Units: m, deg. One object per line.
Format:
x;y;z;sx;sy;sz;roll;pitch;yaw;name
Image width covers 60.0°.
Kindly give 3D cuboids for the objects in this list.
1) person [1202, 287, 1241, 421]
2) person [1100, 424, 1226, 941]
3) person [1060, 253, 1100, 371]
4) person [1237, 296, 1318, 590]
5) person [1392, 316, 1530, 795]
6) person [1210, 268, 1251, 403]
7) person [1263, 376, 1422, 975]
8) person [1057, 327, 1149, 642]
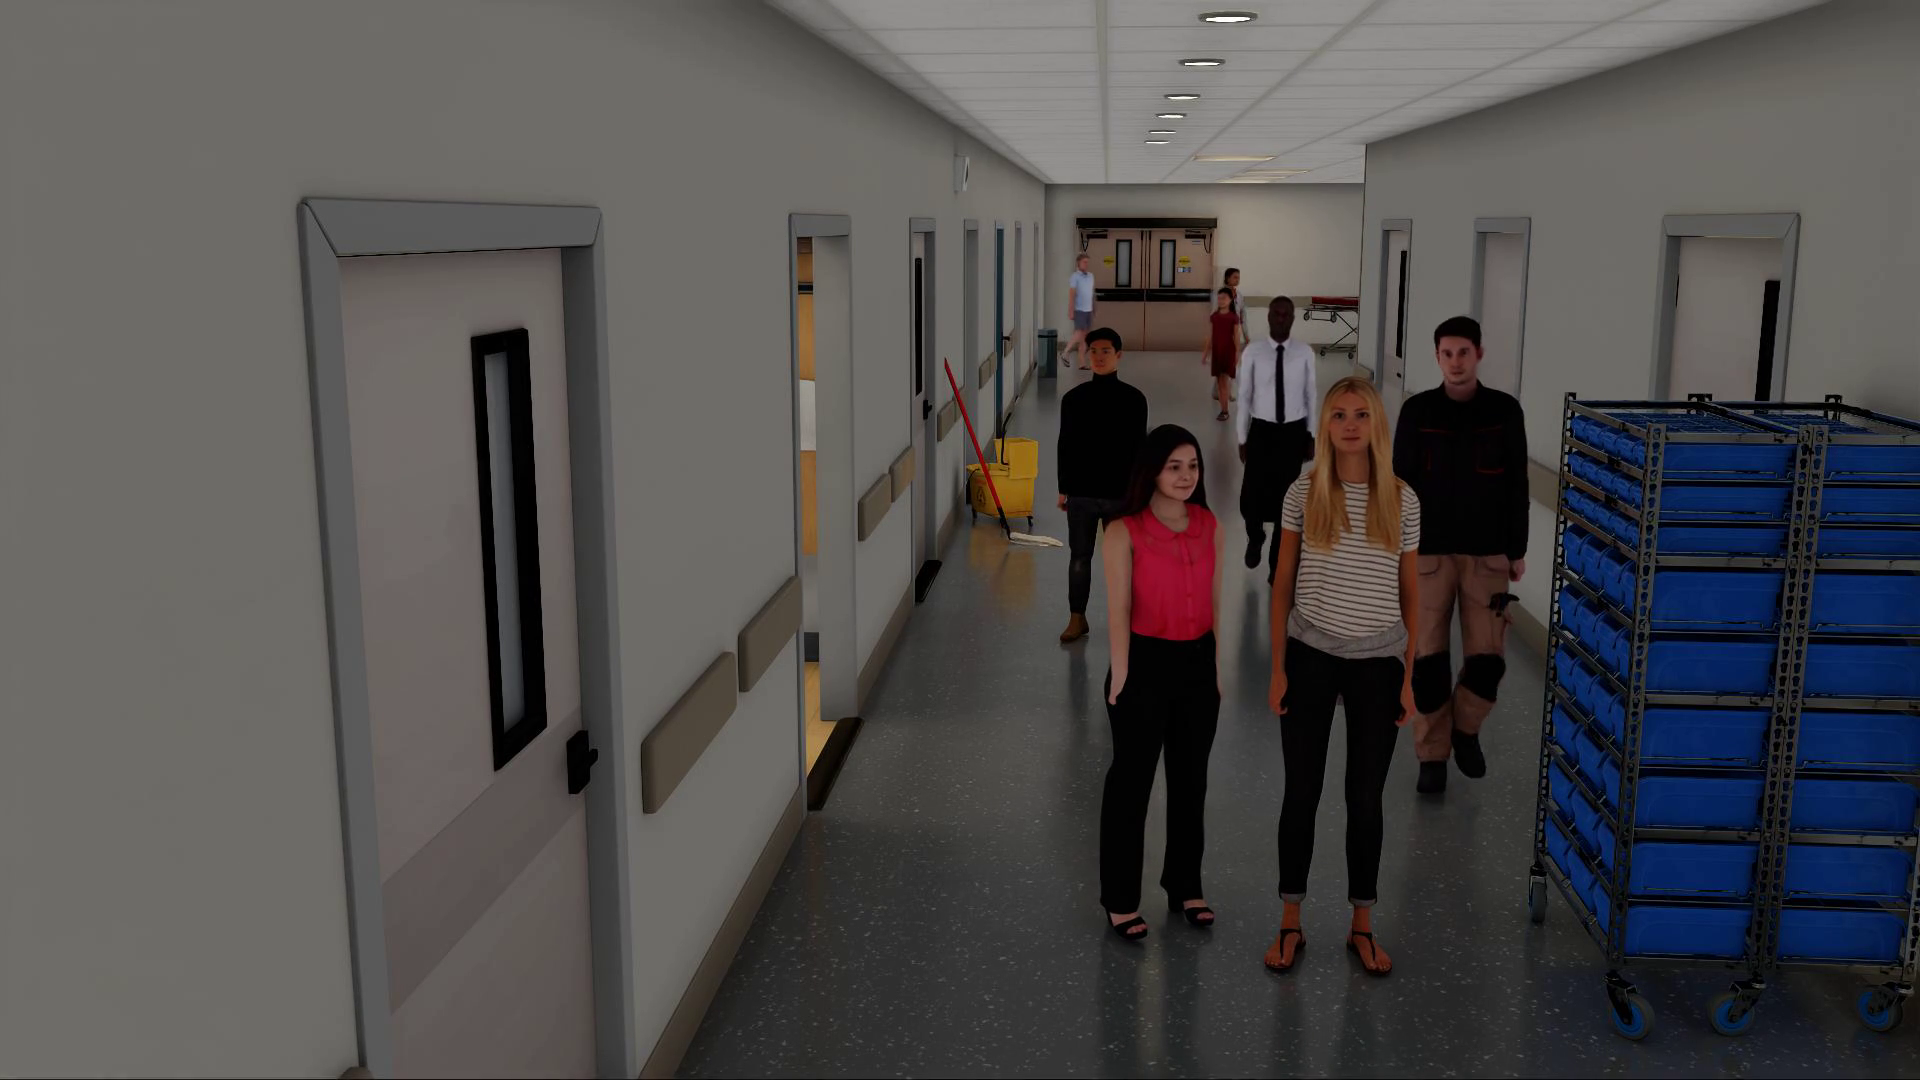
3.103;-2.171;19.451;0.701;1.537;0.777;8;13;35;person
0.654;0.451;5.325;0.660;1.659;0.678;-5;12;-27;person
1.852;-3.586;26.175;0.861;1.818;0.917;-9;14;-41;person
2.005;-0.623;10.549;0.640;1.821;0.775;1;11;4;person
1.996;0.061;6.700;0.761;1.912;0.748;3;11;14;person
3.374;-2.649;21.531;0.894;1.708;0.956;-9;14;-40;person
1.165;0.410;5.090;0.592;1.827;0.516;1;11;6;person
0.774;-0.303;9.128;0.674;1.723;0.581;2;11;13;person
